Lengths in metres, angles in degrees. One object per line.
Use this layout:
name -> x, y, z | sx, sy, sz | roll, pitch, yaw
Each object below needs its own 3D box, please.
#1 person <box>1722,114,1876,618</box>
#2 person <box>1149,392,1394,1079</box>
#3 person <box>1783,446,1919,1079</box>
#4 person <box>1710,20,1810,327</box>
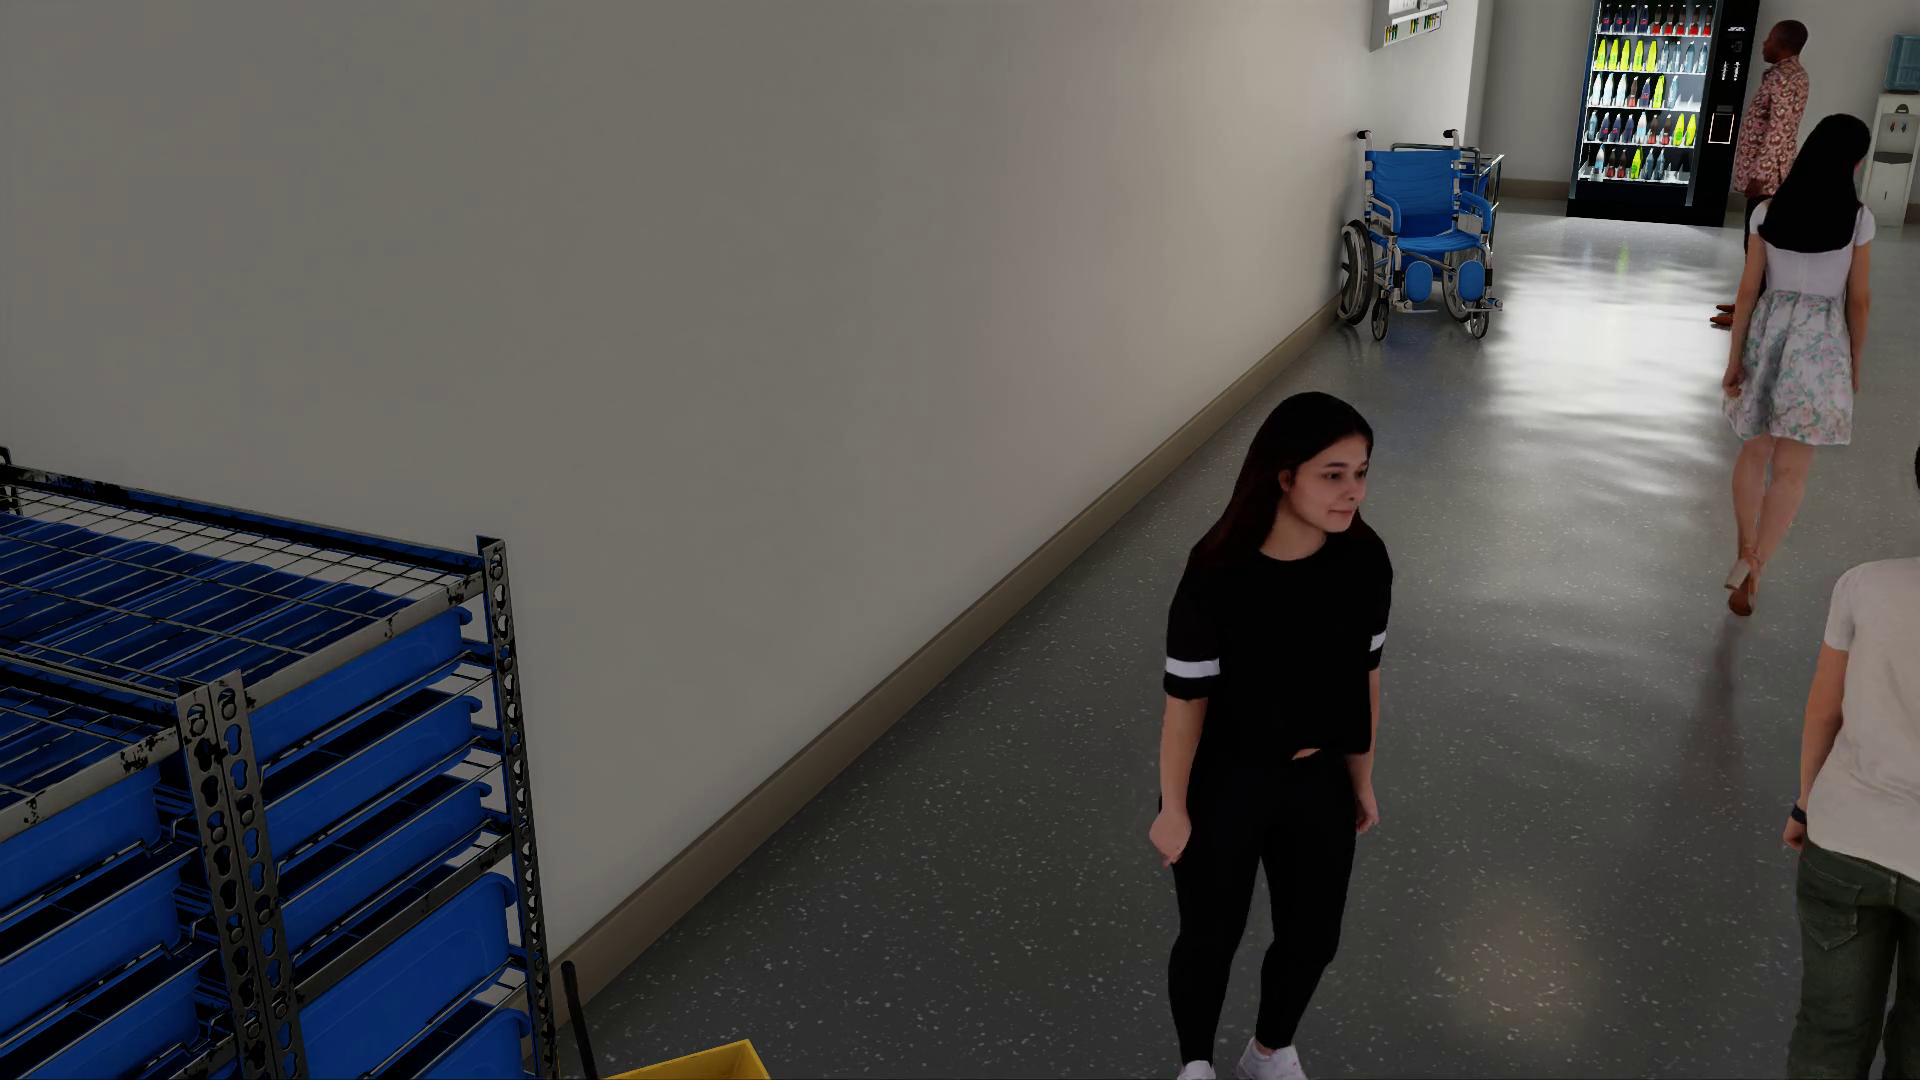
person -> 2.880, -0.546, 5.784 | 1.119, 1.741, 0.877 | 15, 25, 34
person -> 0.590, 0.476, 3.244 | 0.721, 1.630, 0.780 | -6, 22, -15
person -> 1.617, 0.603, 2.896 | 0.623, 1.639, 0.674 | 14, 25, 33
person -> 4.917, -2.219, 10.108 | 0.611, 1.808, 0.716 | 12, 24, 29
